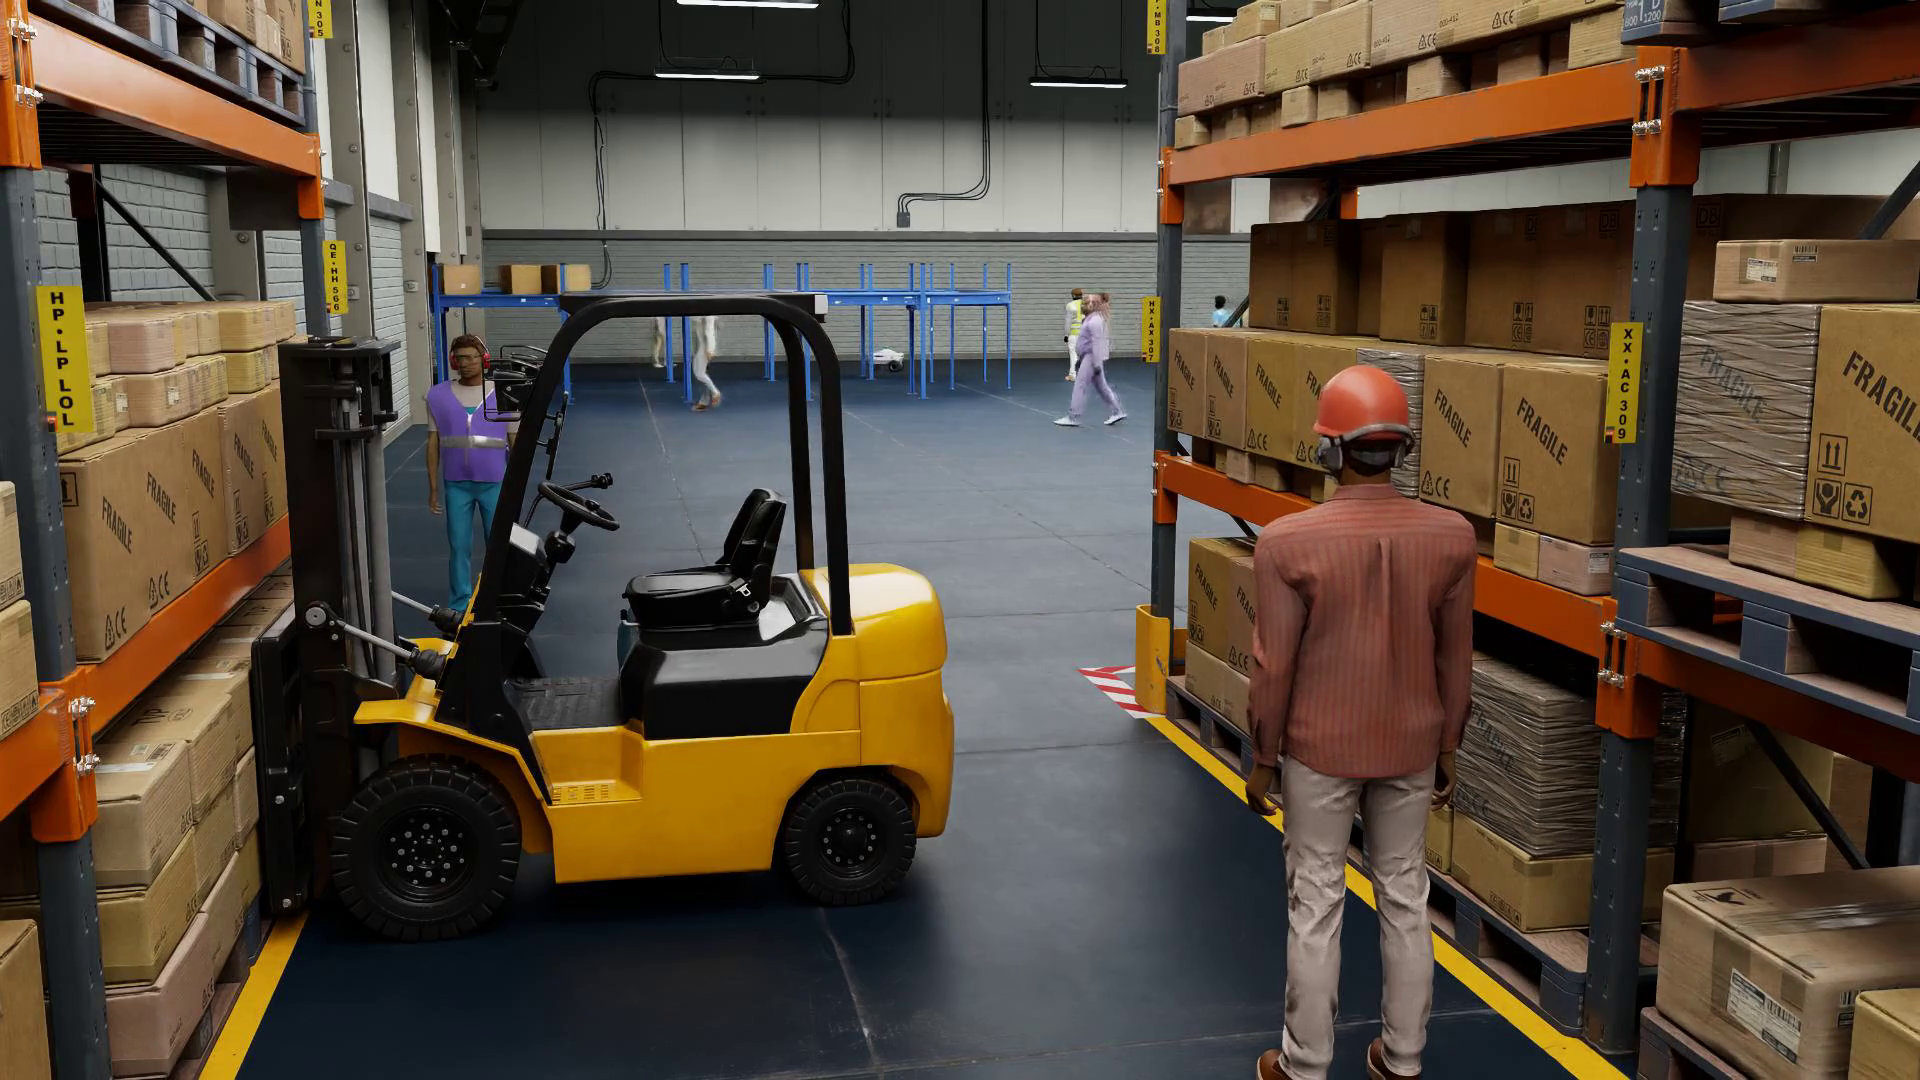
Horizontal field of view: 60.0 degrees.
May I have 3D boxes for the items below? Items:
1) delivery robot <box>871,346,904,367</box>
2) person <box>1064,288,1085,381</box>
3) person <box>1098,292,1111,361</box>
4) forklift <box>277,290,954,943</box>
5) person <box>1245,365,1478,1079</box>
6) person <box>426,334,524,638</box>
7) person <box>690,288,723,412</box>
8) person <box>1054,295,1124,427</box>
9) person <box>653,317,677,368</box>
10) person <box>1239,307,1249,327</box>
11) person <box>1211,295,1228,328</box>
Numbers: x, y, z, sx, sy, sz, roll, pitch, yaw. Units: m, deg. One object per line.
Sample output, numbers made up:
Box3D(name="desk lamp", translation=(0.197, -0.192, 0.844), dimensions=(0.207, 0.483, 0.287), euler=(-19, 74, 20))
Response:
Box3D(name="delivery robot", translation=(-1.590, -3.958, 36.037), dimensions=(0.707, 0.478, 0.477), euler=(2, 10, 14))
Box3D(name="person", translation=(2.337, -4.109, 33.210), dimensions=(0.626, 1.842, 0.429), euler=(-6, 11, -31))
Box3D(name="person", translation=(3.502, -5.180, 40.337), dimensions=(0.308, 1.639, 0.524), euler=(1, 9, 7))
Box3D(name="forklift", translation=(-1.179, 0.175, 6.143), dimensions=(2.313, 2.155, 1.214), euler=(-2, 10, -12))
Box3D(name="person", translation=(1.044, 0.541, 4.383), dimensions=(0.612, 1.997, 0.376), euler=(-2, 9, -10))
Box3D(name="person", translation=(-2.959, -0.332, 10.168), dimensions=(0.570, 1.841, 0.380), euler=(-1, 9, -8))
Box3D(name="person", translation=(-4.039, -2.963, 25.967), dimensions=(0.450, 1.920, 0.647), euler=(-5, 10, -26))
Box3D(name="person", translation=(1.892, -2.558, 23.702), dimensions=(0.995, 1.869, 0.631), euler=(0, 9, 2))
Box3D(name="person", translation=(-6.631, -4.674, 37.343), dimensions=(0.645, 1.610, 0.524), euler=(2, 10, 13))
Box3D(name="person", translation=(5.695, -3.922, 32.153), dimensions=(0.621, 1.811, 0.758), euler=(5, 11, 27))
Box3D(name="person", translation=(5.330, -4.140, 33.866), dimensions=(0.521, 1.677, 0.540), euler=(6, 11, 33))
